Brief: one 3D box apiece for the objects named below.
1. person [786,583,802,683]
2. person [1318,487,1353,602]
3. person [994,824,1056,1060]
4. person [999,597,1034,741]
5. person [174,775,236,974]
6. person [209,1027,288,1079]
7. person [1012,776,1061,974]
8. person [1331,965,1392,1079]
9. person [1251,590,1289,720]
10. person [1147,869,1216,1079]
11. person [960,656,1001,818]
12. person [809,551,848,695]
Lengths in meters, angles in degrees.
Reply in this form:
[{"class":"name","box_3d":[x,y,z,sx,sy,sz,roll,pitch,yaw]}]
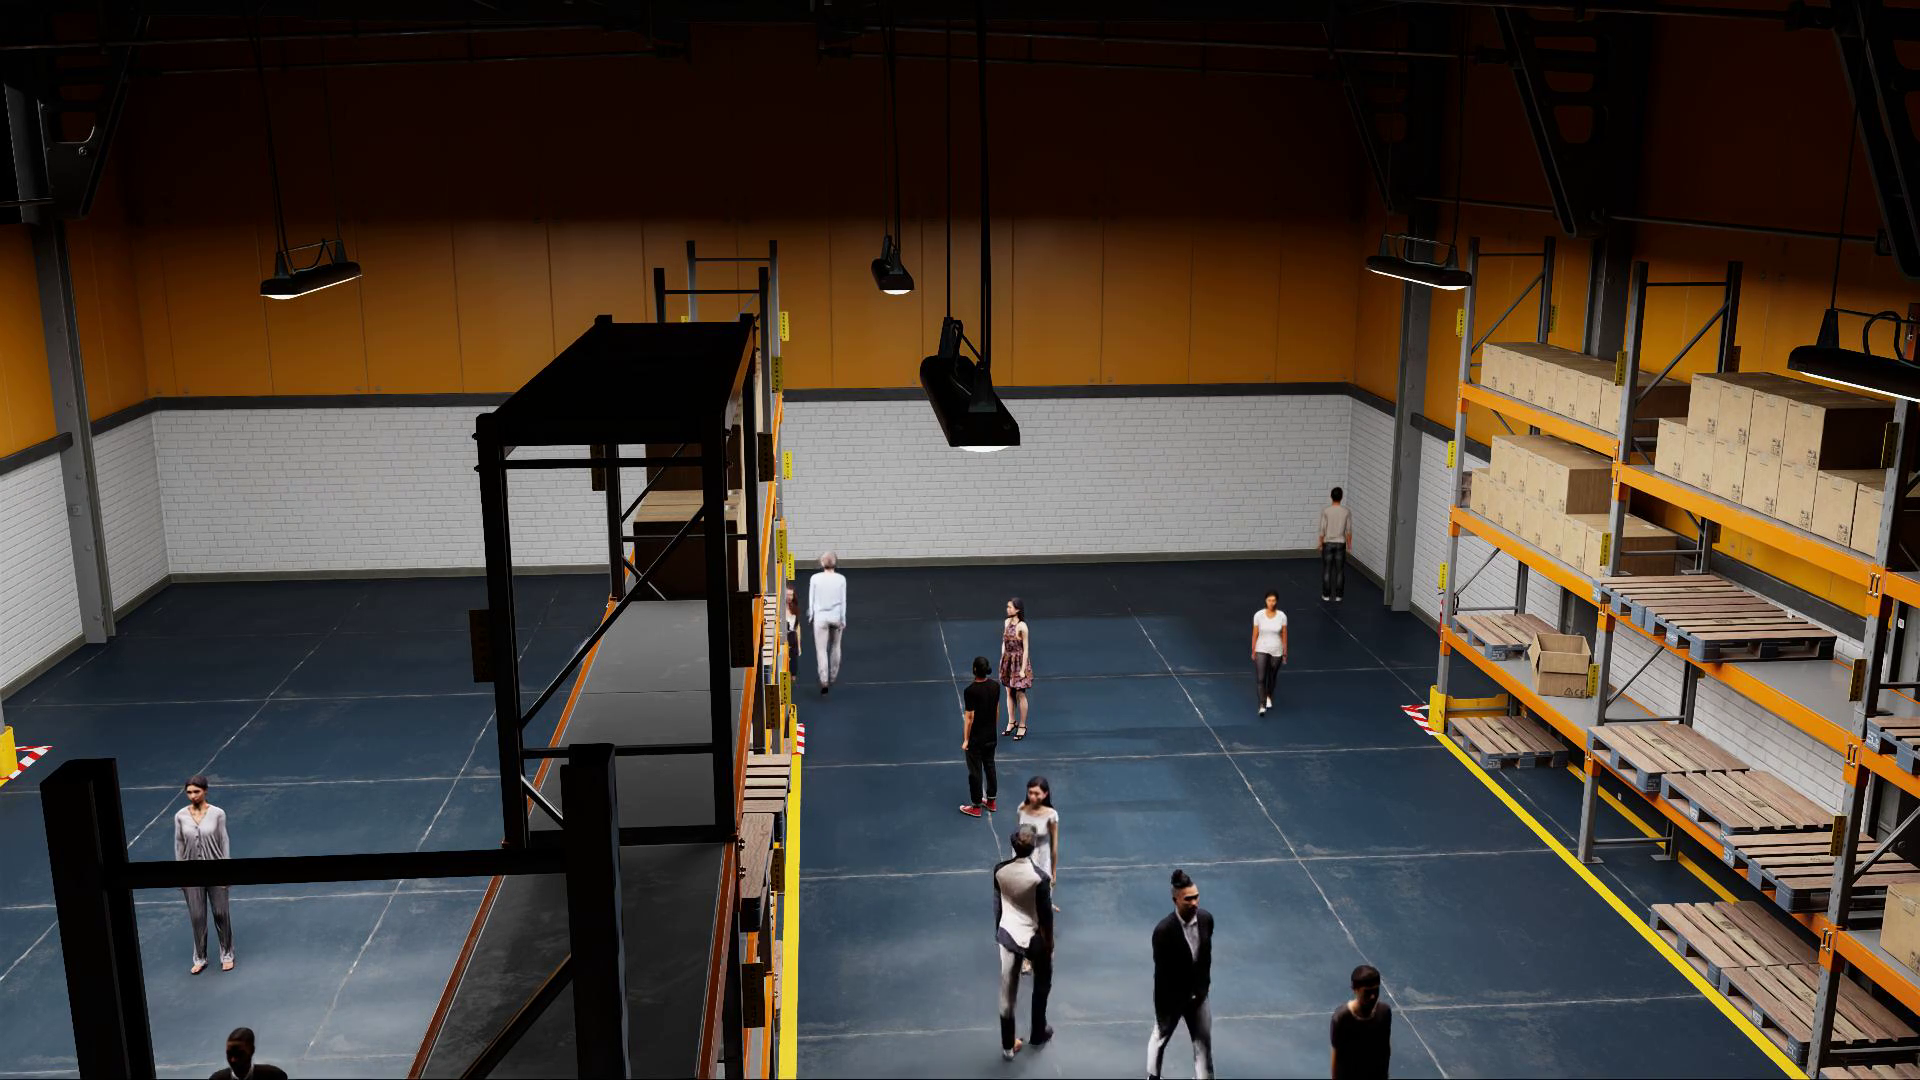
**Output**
[{"class":"person","box_3d":[-2.223,1.388,20.733,0.992,1.774,0.932,12,18,40]},{"class":"person","box_3d":[5.887,0.060,26.135,0.718,1.811,0.637,3,14,11]},{"class":"person","box_3d":[0.464,3.189,13.079,0.931,1.875,0.982,7,15,27]},{"class":"person","box_3d":[0.663,1.545,20.082,0.857,1.773,0.777,-10,17,-36]},{"class":"person","box_3d":[-6.587,2.894,14.511,0.621,1.774,0.586,-4,14,-15]},{"class":"person","box_3d":[-4.442,3.875,10.503,0.711,1.753,1.190,-2,14,-7]},{"class":"person","box_3d":[0.675,2.882,14.588,0.943,1.760,1.053,8,16,29]},{"class":"person","box_3d":[2.725,3.667,11.461,0.699,1.708,0.746,-4,14,-15]},{"class":"person","box_3d":[3.903,1.413,21.010,0.734,1.595,1.136,2,14,7]},{"class":"person","box_3d":[1.585,3.328,12.422,1.034,1.914,1.247,-7,15,-28]},{"class":"person","box_3d":[0.225,2.092,17.856,0.729,1.758,0.761,-12,18,-40]},{"class":"person","box_3d":[-1.734,1.097,21.750,0.704,1.860,1.219,-2,14,-9]}]
